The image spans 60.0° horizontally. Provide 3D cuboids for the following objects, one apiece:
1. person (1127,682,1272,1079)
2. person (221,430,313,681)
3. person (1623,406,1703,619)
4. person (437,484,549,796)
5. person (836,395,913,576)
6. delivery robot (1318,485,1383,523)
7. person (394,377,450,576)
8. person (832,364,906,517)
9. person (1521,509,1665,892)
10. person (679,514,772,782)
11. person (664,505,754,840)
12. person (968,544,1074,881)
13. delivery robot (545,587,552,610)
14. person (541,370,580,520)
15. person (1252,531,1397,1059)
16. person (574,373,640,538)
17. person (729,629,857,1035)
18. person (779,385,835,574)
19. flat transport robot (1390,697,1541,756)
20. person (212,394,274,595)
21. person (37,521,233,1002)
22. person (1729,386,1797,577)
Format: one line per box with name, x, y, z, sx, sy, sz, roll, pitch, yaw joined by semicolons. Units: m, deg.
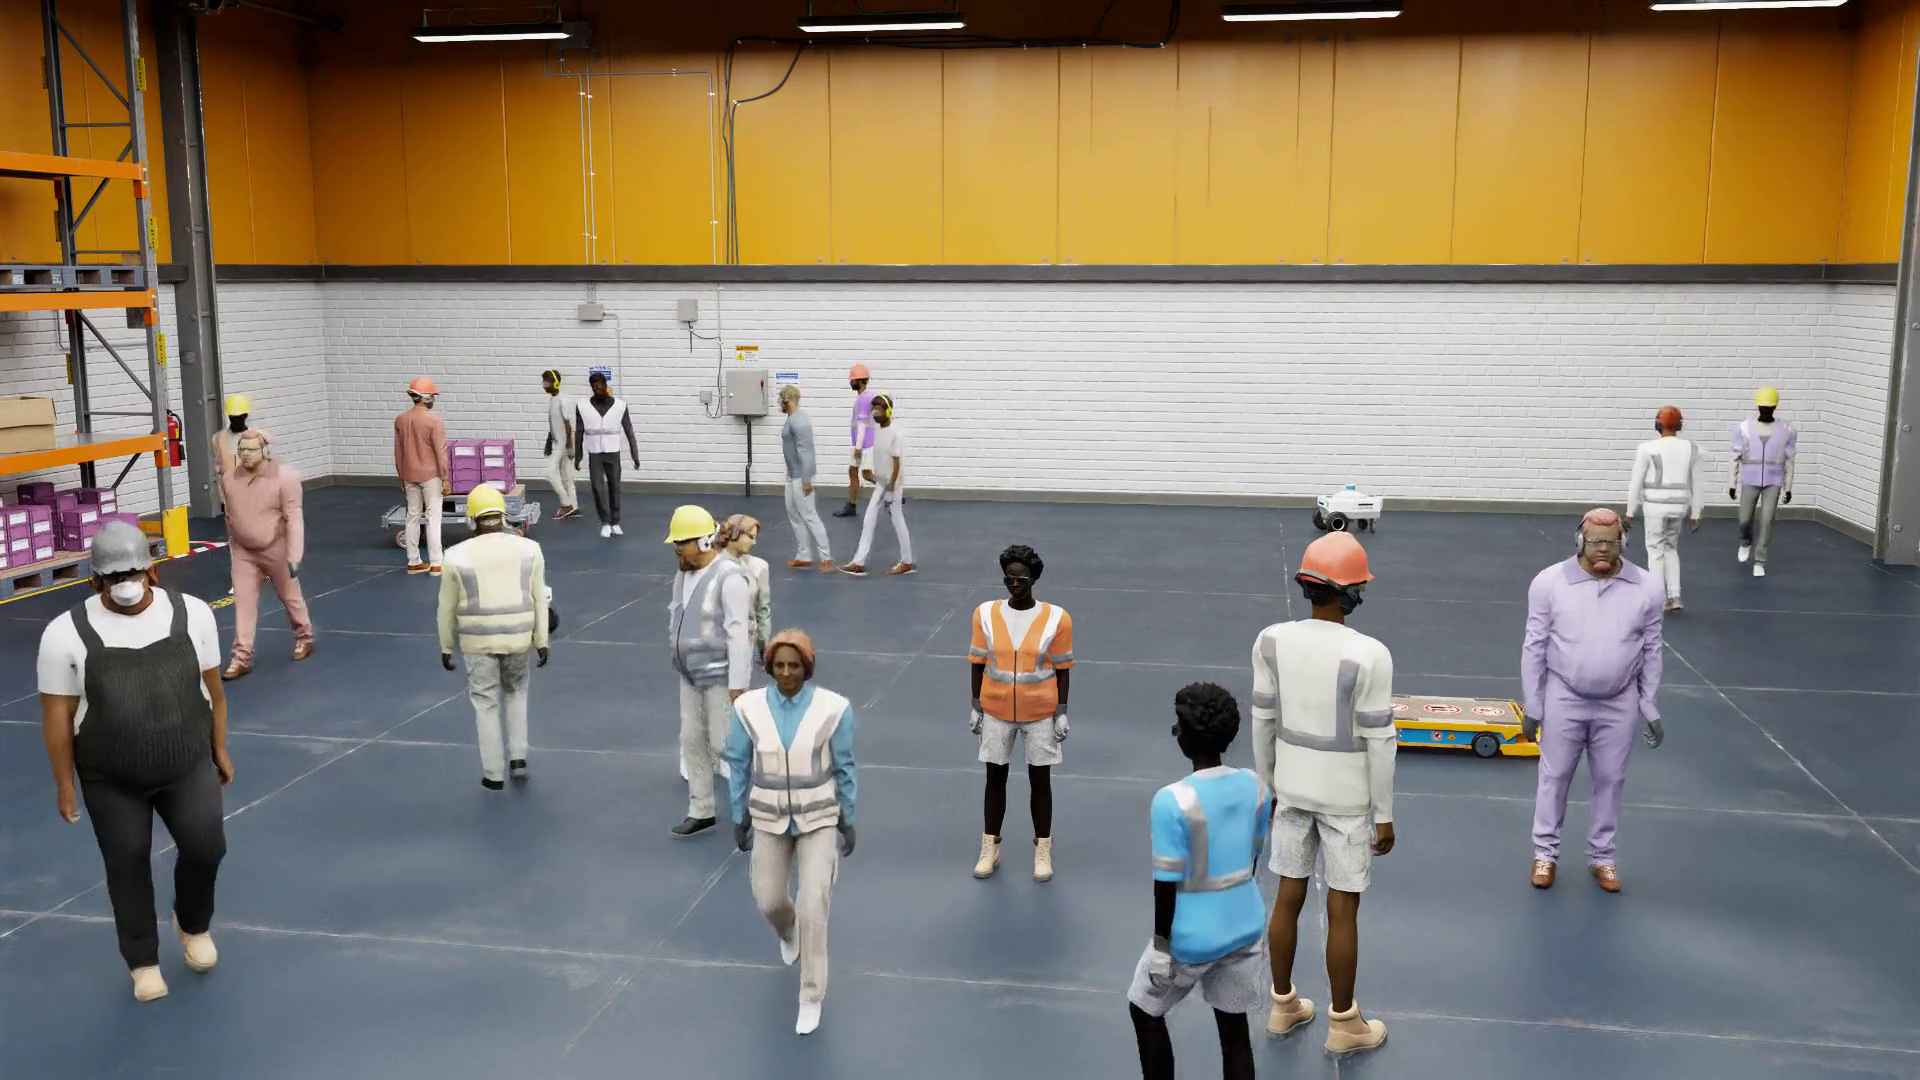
person;0.776;1.297;5.619;0.557;1.672;0.611;-7;11;-36
person;-5.292;0.076;12.701;0.663;1.855;1.007;1;9;6
person;6.171;-0.245;14.624;0.591;1.869;0.492;-1;9;-7
person;-2.742;0.572;9.741;0.609;1.810;0.556;-5;10;-27
person;-0.816;-0.521;16.464;0.929;1.823;0.534;-7;11;-35
delivery robot;4.549;-0.403;19.375;0.707;0.478;0.477;-1;9;-7
person;-5.363;-0.637;16.671;0.618;1.990;0.394;4;10;24
person;-1.117;-1.212;20.509;0.848;1.915;0.551;-1;9;-6
person;3.091;0.790;8.133;0.672;1.899;0.411;2;9;12
person;-1.394;0.651;9.892;0.598;1.605;0.342;-7;11;-36
person;-1.288;0.695;8.991;0.643;1.804;0.603;-9;13;-43
person;0.297;0.858;8.307;0.532;1.697;0.319;2;9;10
delivery robot;-3.756;0.504;13.747;0.707;0.478;0.477;2;9;10
person;-4.926;-1.170;20.425;0.525;1.843;0.562;-4;10;-23
person;1.425;0.980;6.476;0.605;2.045;0.378;9;12;43
person;-4.036;-0.969;19.035;0.746;1.882;0.682;-2;9;-14
person;-0.671;1.139;6.827;0.522;1.622;0.610;1;9;4
person;-1.546;-0.620;16.890;0.547;1.897;0.740;-2;9;-14
flat transport robot;3.023;1.179;10.728;1.431;0.197;0.652;2;9;10
person;-6.821;-0.467;15.944;0.590;1.896;0.854;0;9;-1
person;-3.408;0.909;6.932;0.711;2.000;0.536;-6;11;-34
person;8.077;-0.607;16.754;0.591;1.908;0.616;5;10;26
